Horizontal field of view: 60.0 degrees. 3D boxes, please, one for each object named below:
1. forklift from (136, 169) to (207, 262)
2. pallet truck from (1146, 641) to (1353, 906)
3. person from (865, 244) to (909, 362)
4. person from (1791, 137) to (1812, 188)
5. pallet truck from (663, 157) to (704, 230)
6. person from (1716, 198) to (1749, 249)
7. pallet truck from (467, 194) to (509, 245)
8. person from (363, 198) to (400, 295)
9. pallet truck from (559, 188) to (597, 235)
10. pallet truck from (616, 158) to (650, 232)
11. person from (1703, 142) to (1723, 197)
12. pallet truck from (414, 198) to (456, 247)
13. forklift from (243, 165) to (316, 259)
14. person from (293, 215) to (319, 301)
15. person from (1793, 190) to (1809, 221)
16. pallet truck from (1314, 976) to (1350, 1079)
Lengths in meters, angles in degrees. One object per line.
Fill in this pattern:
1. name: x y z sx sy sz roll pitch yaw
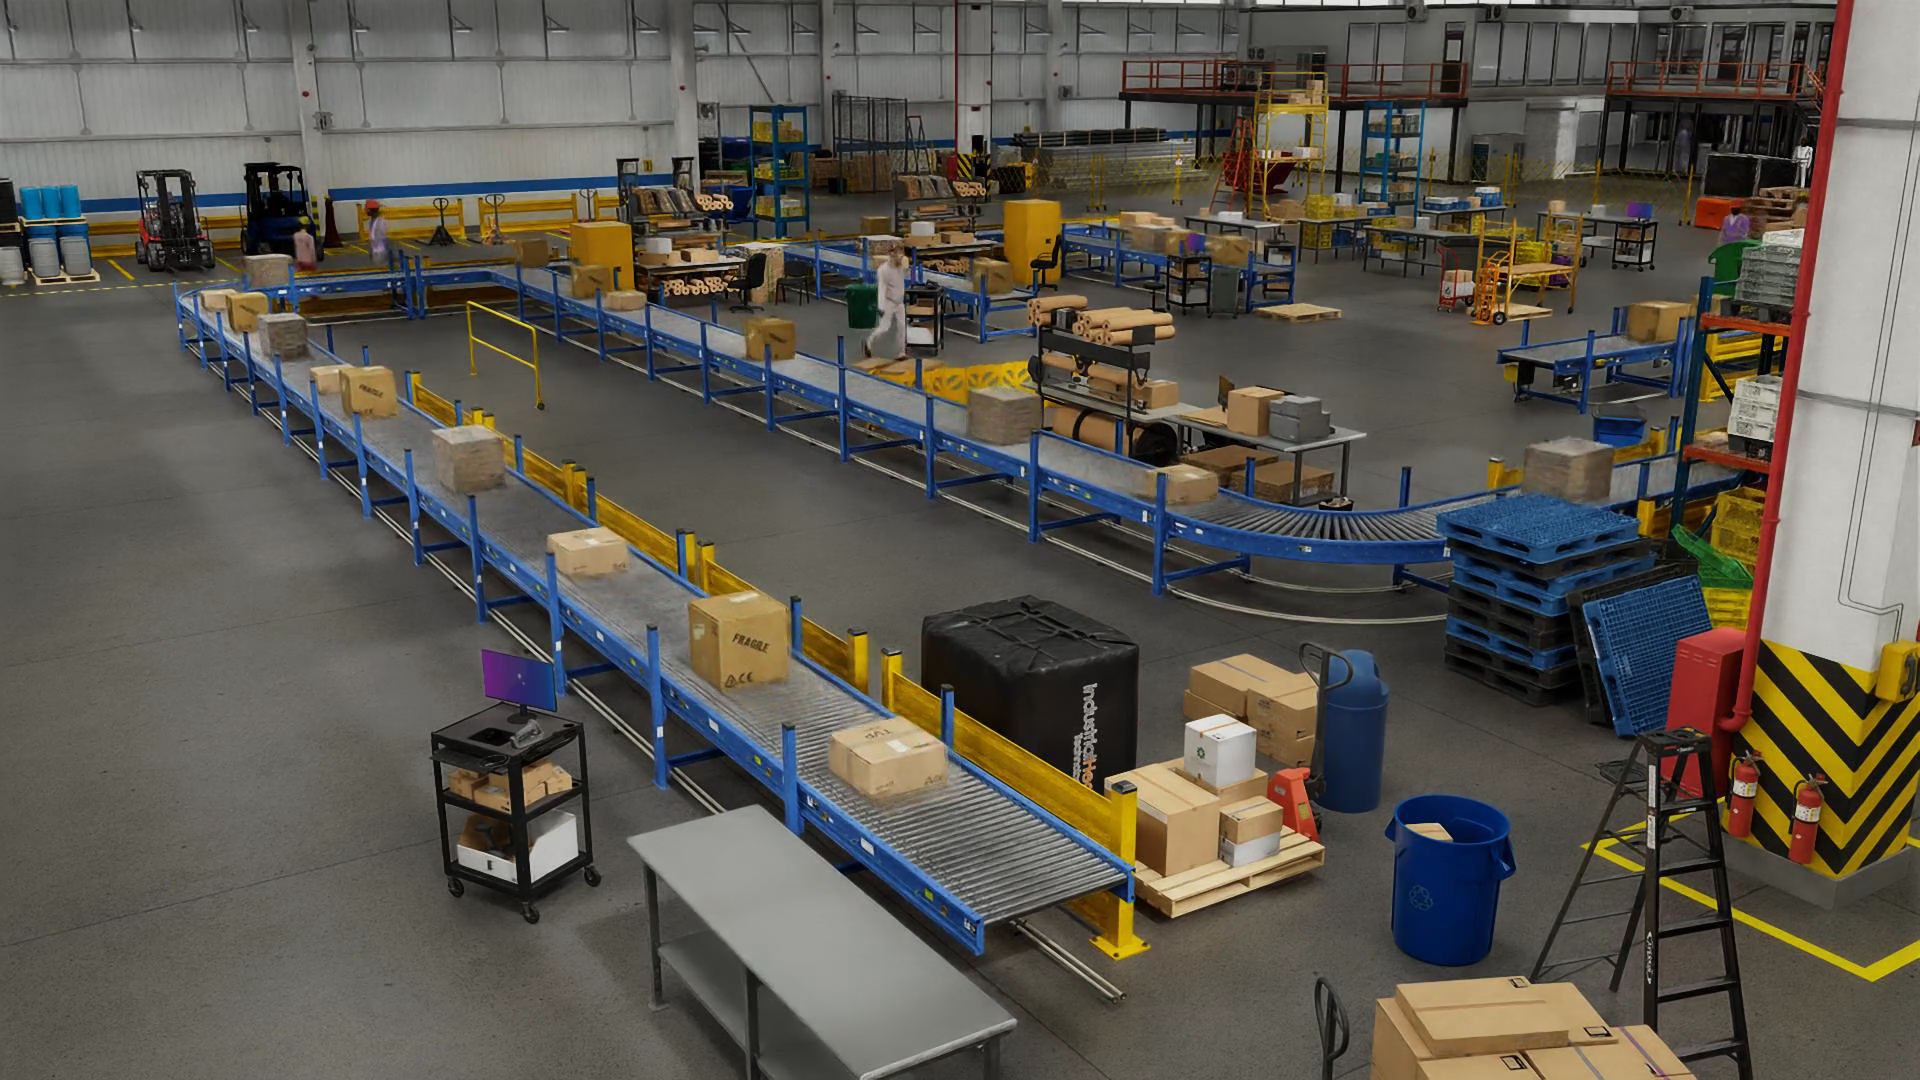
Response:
1. forklift: -17.842 -7.318 37.559 1.157 1.987 2.680 -10 20 -31
2. pallet truck: 1.664 1.407 10.232 1.630 1.274 0.653 -10 20 -31
3. person: -1.136 -3.773 26.474 0.792 1.876 0.652 11 20 33
4. person: 27.941 -12.426 55.268 0.576 1.882 0.355 15 22 41
5. pallet truck: -7.586 -9.308 44.692 0.823 1.965 1.885 -11 20 -33
6. person: 15.778 -6.032 33.988 0.986 1.888 0.564 -9 19 -27
7. pallet truck: -11.983 -8.177 42.137 0.704 1.261 1.522 -11 20 -33
8. person: -11.346 -5.632 32.408 0.436 2.024 0.615 -14 22 -39
9. pallet truck: -10.010 -8.652 43.699 0.653 1.274 1.630 -10 20 -31
10. pallet truck: -8.918 -9.176 44.255 0.823 1.965 1.885 -9 19 -27
11. person: 23.730 -11.570 52.413 0.598 1.894 0.863 -4 17 -12
12. pallet truck: -13.250 -8.060 41.856 0.680 1.201 1.601 -10 20 -31
13. forklift: -15.898 -7.669 38.708 1.157 1.987 2.680 -11 20 -33
14. person: -12.579 -5.356 31.964 0.535 1.749 0.493 7 18 22
15. person: 19.113 -7.059 37.725 0.492 1.704 0.833 -8 18 -24
16. pallet truck: 2.299 2.390 7.086 1.601 1.201 0.680 -2 17 -7
